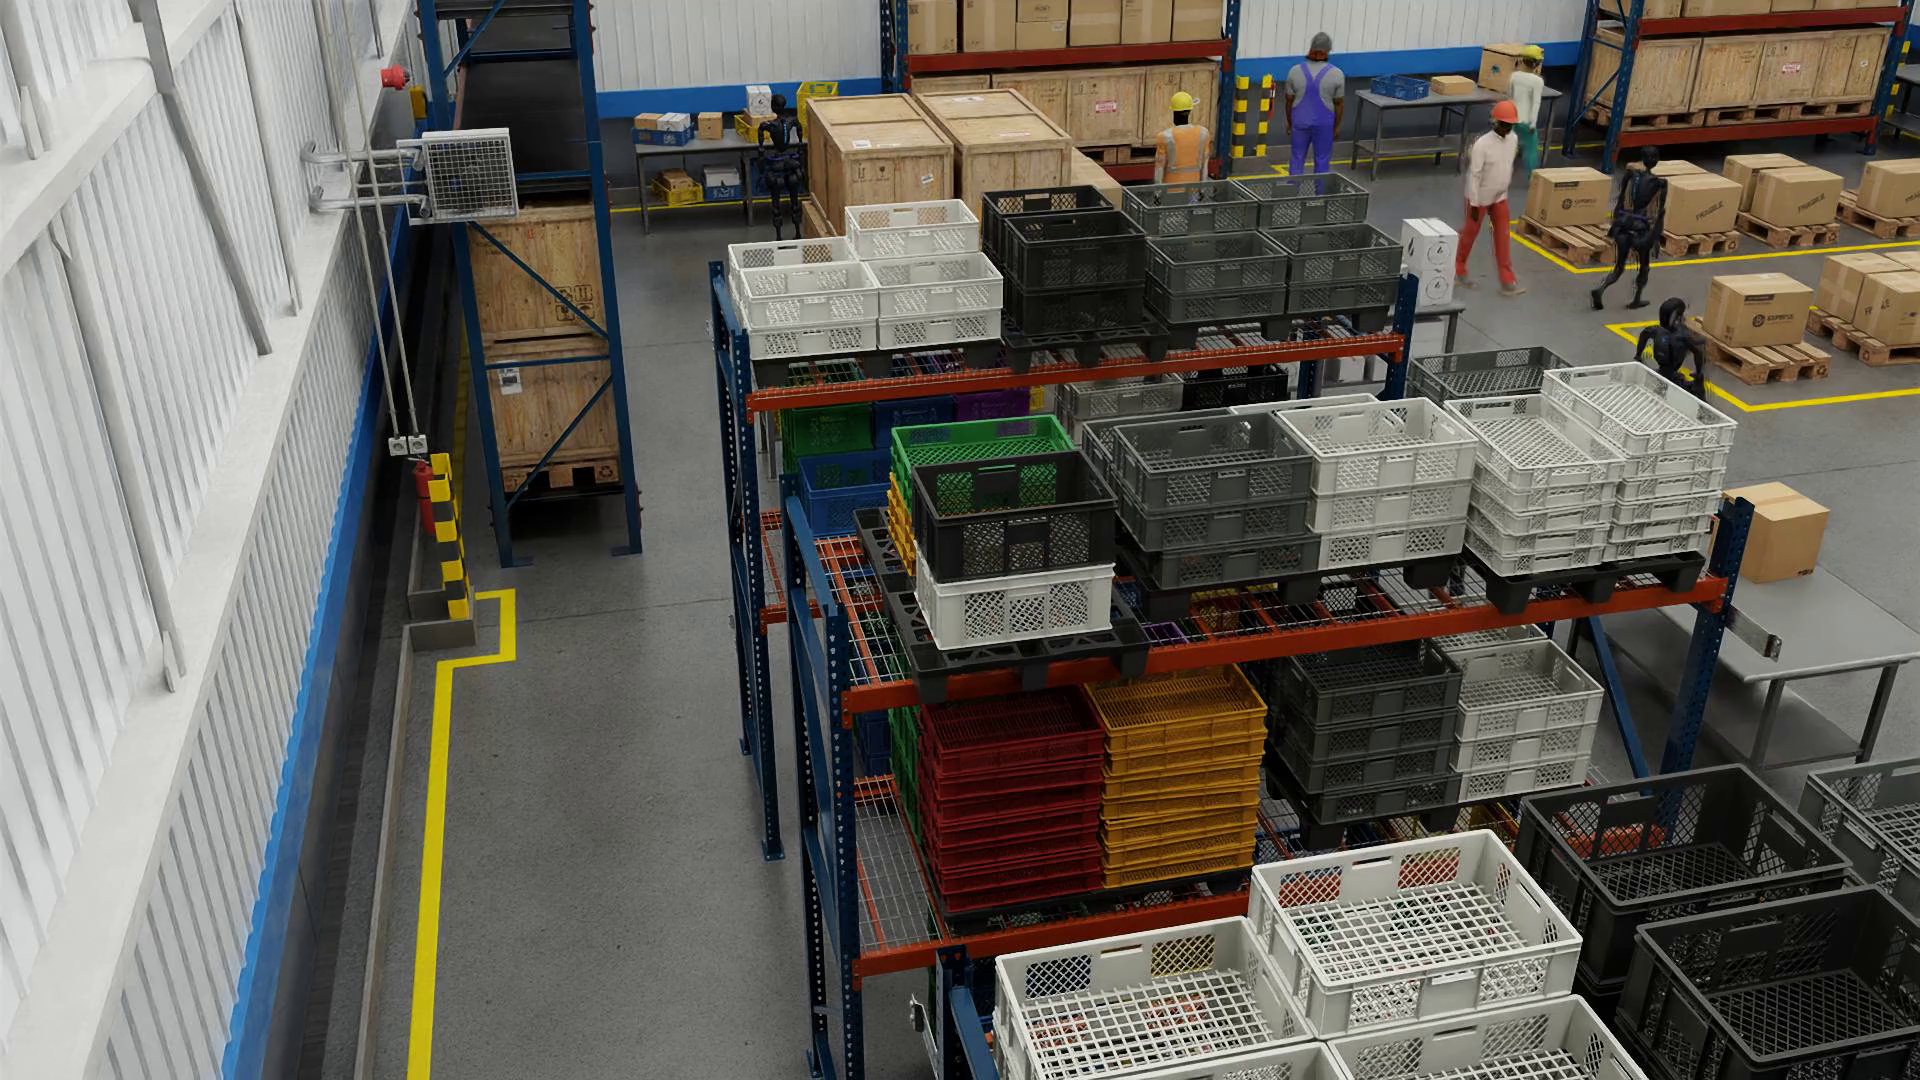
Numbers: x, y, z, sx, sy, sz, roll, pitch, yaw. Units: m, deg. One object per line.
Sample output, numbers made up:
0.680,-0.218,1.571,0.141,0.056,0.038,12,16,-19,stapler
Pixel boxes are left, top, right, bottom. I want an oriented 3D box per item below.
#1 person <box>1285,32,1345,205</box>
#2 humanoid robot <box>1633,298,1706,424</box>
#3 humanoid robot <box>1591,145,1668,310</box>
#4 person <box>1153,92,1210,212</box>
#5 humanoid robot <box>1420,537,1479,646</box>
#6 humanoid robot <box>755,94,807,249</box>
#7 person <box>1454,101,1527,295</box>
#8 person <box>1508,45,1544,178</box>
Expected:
4.144,-4.908,19.460,0.689,2.000,0.536,10,30,19,person
5.445,-1.121,12.728,0.745,1.611,0.628,-15,31,-26,humanoid robot
6.617,-3.071,16.369,0.608,1.627,0.621,-16,32,-27,humanoid robot
2.269,-3.665,17.239,0.588,1.919,0.401,-8,29,-14,person
3.109,-0.023,10.569,0.609,1.655,0.326,-22,35,-35,humanoid robot
-1.948,-4.041,18.187,0.603,1.657,0.318,-16,32,-28,humanoid robot
5.392,-3.402,16.688,0.660,1.950,0.959,-14,31,-25,person
6.870,-5.131,20.227,0.893,1.720,0.535,-17,32,-29,person
